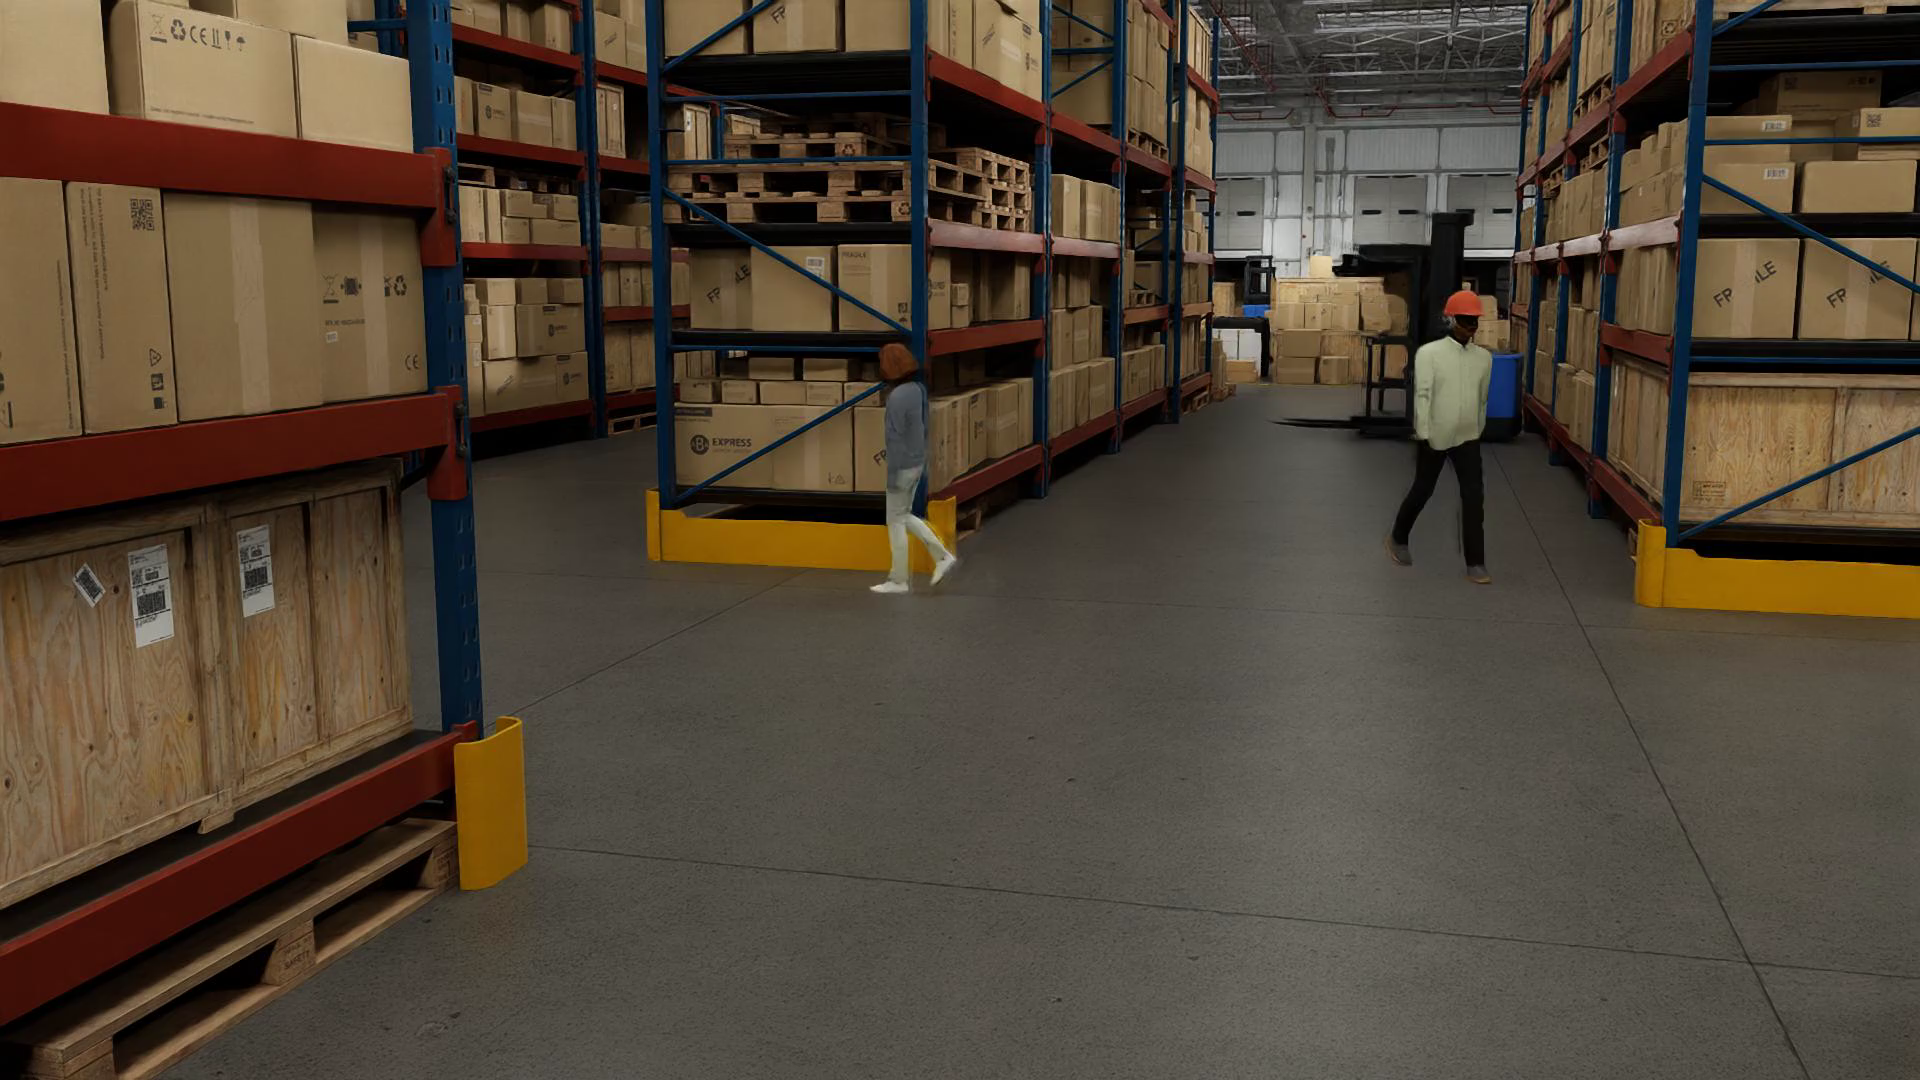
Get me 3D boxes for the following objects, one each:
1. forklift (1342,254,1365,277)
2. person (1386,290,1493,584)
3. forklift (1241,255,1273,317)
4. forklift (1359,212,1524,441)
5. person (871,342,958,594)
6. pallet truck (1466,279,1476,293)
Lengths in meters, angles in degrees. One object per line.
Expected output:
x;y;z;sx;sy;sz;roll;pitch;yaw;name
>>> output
13.037;-8.079;55.101;1.873;2.768;1.129;-4;10;-22;forklift
3.292;-0.722;11.328;0.617;1.958;1.001;-2;9;-12;person
10.551;-8.662;58.805;1.129;2.768;1.873;2;9;15;forklift
6.132;-2.708;20.980;1.873;2.768;1.129;4;10;23;forklift
-0.311;-0.452;10.617;0.479;1.616;0.516;3;9;18;person
18.896;-8.459;60.307;1.885;1.965;0.823;5;10;31;pallet truck
